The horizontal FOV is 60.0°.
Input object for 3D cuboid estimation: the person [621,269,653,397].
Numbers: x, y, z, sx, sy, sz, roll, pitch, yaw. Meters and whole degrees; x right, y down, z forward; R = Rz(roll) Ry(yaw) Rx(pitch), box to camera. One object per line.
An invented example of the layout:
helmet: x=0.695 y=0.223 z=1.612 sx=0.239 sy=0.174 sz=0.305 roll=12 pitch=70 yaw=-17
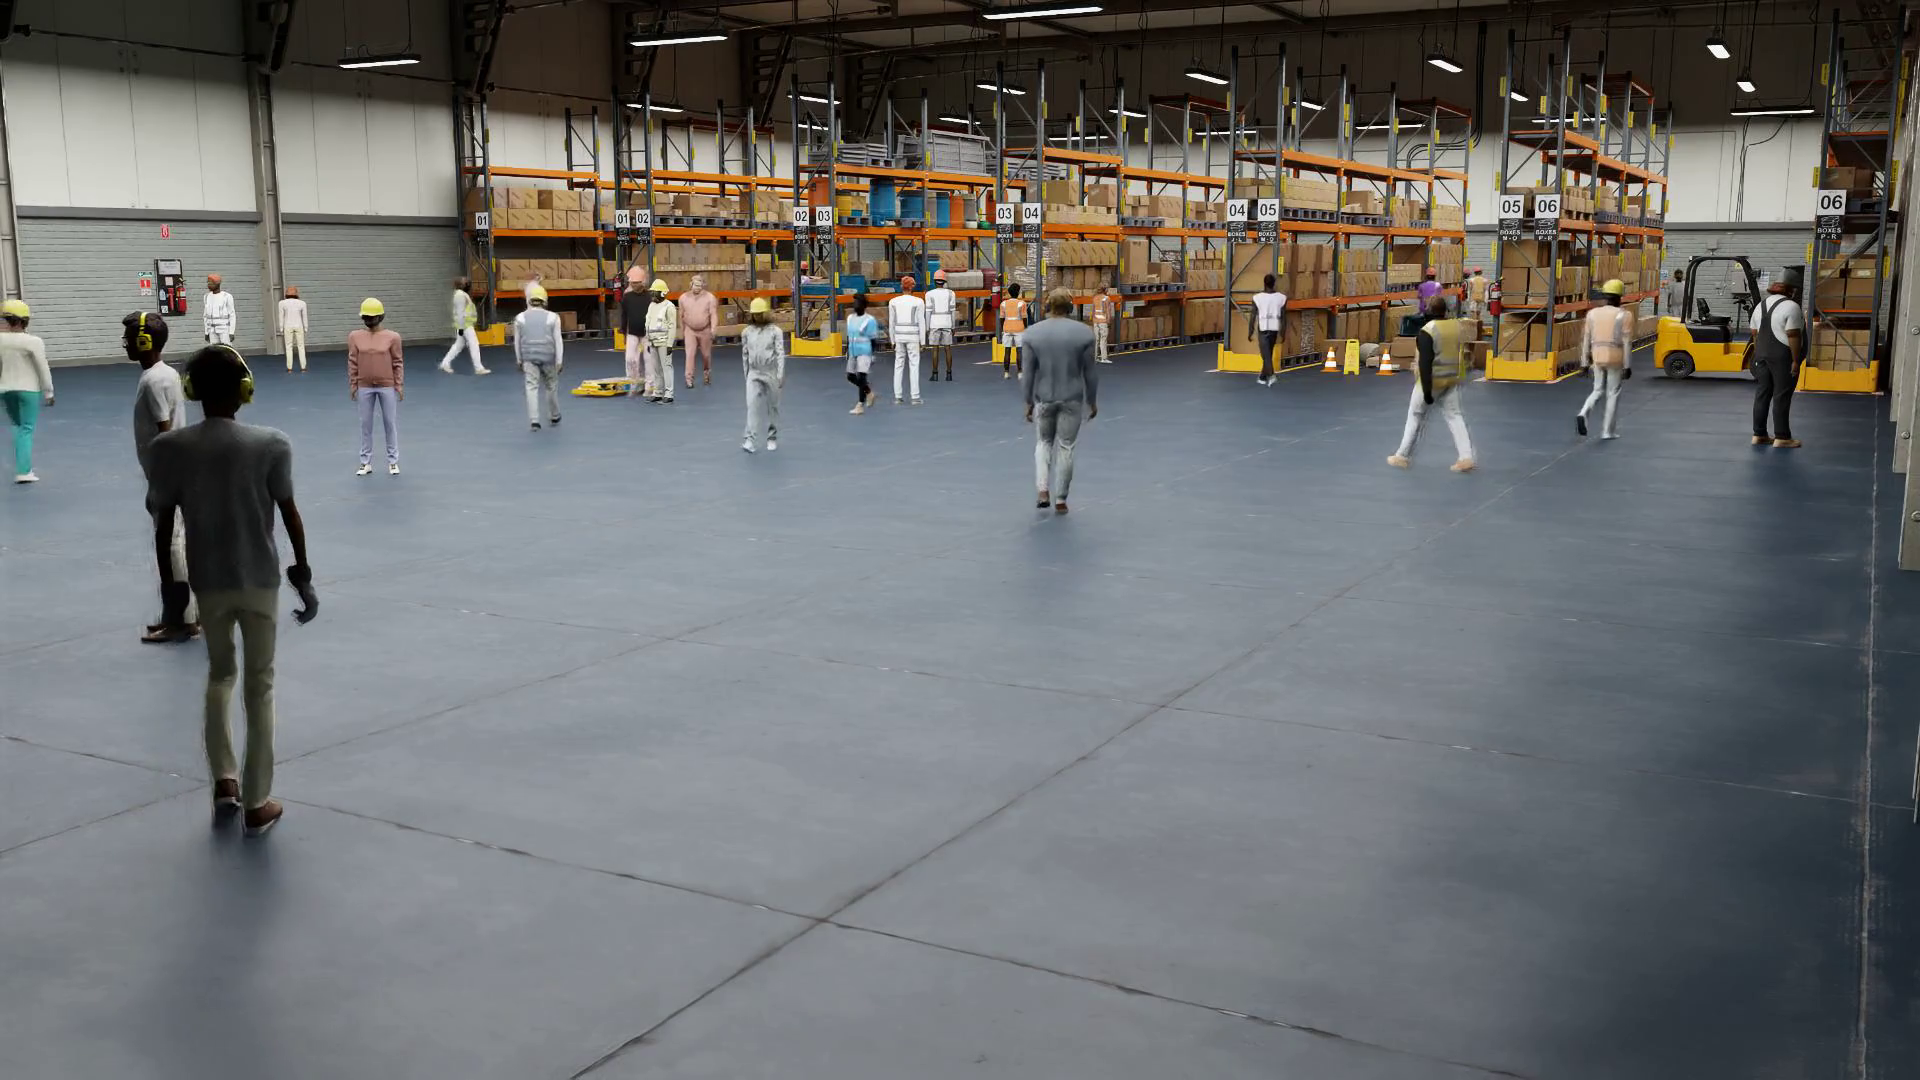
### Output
person: x=-4.930 y=-3.168 z=25.594 sx=0.645 sy=1.963 sz=0.624 roll=1 pitch=10 yaw=8

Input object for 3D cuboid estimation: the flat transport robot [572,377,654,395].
flat transport robot: x=-5.412 y=-2.445 z=26.327 sx=0.652 sy=0.197 sz=1.431 roll=5 pitch=11 yaw=27

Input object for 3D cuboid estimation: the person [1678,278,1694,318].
person: x=18.881 y=-6.018 z=43.284 sx=0.634 sy=1.612 sz=0.573 roll=-7 pitch=12 yaw=-35

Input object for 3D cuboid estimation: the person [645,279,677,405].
person: x=-4.422 y=-2.912 z=24.486 sx=0.588 sy=1.837 sz=0.404 roll=9 pitch=13 yaw=42

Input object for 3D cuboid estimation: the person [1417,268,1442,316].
person: x=10.842 y=-5.308 z=38.359 sx=0.565 sy=1.884 sz=0.989 roll=4 pitch=11 yaw=25

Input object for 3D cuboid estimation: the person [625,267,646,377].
person: x=-5.430 y=-3.573 z=27.899 sx=0.400 sy=1.989 sz=0.623 roll=-5 pitch=11 yaw=-26

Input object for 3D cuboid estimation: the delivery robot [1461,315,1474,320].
delivery robot: x=13.799 y=-5.920 z=45.569 sx=0.707 sy=0.478 sz=0.477 roll=-1 pitch=10 yaw=-6

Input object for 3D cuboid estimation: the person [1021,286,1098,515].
person: x=0.852 y=-1.178 z=14.092 sx=0.636 sy=1.921 sz=0.526 roll=2 pitch=10 yaw=10

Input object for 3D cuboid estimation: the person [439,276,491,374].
person: x=-9.218 y=-3.967 z=30.756 sx=0.901 sy=1.812 sz=0.633 roll=-3 pitch=10 yaw=-15

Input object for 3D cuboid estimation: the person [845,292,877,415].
person: x=-1.335 y=-2.573 z=22.924 sx=0.545 sy=1.683 sz=0.547 roll=9 pitch=13 yaw=42

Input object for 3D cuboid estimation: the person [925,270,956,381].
person: x=-0.348 y=-3.732 z=28.988 sx=0.543 sy=1.939 sz=0.361 roll=-2 pitch=10 yaw=-12

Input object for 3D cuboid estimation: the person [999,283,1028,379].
person: x=0.959 y=-3.683 z=29.409 sx=0.532 sy=1.697 sz=0.319 roll=4 pitch=11 yaw=24

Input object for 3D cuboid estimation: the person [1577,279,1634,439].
person: x=7.624 y=-2.121 z=19.644 sx=0.611 sy=1.910 sz=0.592 roll=-8 pitch=12 yaw=-38

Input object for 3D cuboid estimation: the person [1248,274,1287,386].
person: x=5.199 y=-3.533 z=28.001 sx=0.600 sy=1.884 sz=0.956 roll=-2 pitch=10 yaw=-9

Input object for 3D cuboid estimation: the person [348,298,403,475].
person: x=-5.811 y=-1.520 z=16.559 sx=0.523 sy=1.762 sz=0.329 roll=-2 pitch=10 yaw=-10

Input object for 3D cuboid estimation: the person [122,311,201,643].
person: x=-4.531 y=-0.353 z=9.410 sx=0.312 sy=1.869 sz=0.538 roll=-3 pitch=10 yaw=-18

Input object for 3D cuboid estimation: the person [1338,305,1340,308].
person: x=9.331 y=-5.769 z=41.332 sx=0.342 sy=1.807 sz=0.662 roll=7 pitch=12 yaw=36

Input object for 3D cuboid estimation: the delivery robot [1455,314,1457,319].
delivery robot: x=13.804 y=-6.030 z=46.215 sx=0.477 sy=0.478 sz=0.707 roll=0 pitch=10 yaw=2

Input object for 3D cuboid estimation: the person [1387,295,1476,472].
person: x=4.849 y=-1.591 z=16.912 sx=0.617 sy=1.796 sz=0.998 roll=-6 pitch=11 yaw=-32

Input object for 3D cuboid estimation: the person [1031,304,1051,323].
person: x=1.903 y=-5.204 z=37.661 sx=0.629 sy=1.930 sz=0.370 roll=0 pitch=10 yaw=0

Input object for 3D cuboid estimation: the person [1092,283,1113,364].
person: x=2.874 y=-4.402 z=33.797 sx=0.315 sy=1.636 sz=0.515 roll=-7 pitch=12 yaw=-36

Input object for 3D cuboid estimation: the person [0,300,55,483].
person: x=-9.021 y=-1.433 z=16.058 sx=0.553 sy=1.748 sz=0.599 roll=0 pitch=10 yaw=2

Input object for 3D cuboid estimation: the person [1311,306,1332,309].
person: x=8.777 y=-5.599 z=40.099 sx=0.656 sy=1.871 sz=0.794 roll=2 pitch=10 yaw=12

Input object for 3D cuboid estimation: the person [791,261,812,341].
person: x=-3.868 y=-5.826 z=40.941 sx=0.615 sy=2.040 sz=0.391 roll=8 pitch=12 yaw=38

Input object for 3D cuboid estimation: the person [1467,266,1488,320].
person: x=14.852 y=-6.912 z=47.699 sx=0.550 sy=1.907 sz=0.634 roll=2 pitch=10 yaw=9

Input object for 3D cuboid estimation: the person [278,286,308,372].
person: x=-12.510 y=-3.956 z=31.228 sx=0.505 sy=1.623 sz=0.296 roll=-5 pitch=11 yaw=-29

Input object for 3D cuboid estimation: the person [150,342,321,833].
person: x=-2.745 y=0.181 z=6.353 sx=0.529 sy=1.852 sz=0.525 roll=-1 pitch=10 yaw=-8

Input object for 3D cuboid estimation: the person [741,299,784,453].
person: x=-2.192 y=-1.806 z=18.403 sx=0.506 sy=1.697 sz=0.882 roll=1 pitch=10 yaw=5

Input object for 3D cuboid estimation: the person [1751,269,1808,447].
person: x=9.436 y=-2.093 z=19.094 sx=0.538 sy=2.000 sz=0.682 roll=-3 pitch=10 yaw=-15

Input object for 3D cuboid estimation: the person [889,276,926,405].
person: x=-0.769 y=-2.930 z=24.466 sx=0.574 sy=1.880 sz=0.338 roll=4 pitch=10 yaw=22

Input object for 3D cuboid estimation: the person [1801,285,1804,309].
person: x=18.444 y=-5.097 z=37.047 sx=0.585 sy=1.919 sz=0.391 roll=5 pitch=11 yaw=26

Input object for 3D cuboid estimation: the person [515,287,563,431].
person: x=-5.291 y=-2.293 z=20.985 sx=0.613 sy=1.781 sz=0.918 roll=-1 pitch=10 yaw=-3

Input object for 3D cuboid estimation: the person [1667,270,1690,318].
person: x=18.192 y=-5.914 z=42.098 sx=0.530 sy=1.821 sz=0.923 roll=4 pitch=11 yaw=23

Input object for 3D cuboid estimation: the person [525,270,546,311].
person: x=-8.804 y=-4.732 z=35.032 sx=0.869 sy=1.873 sz=0.678 roll=-7 pitch=12 yaw=-35

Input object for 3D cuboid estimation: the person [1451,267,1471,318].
person: x=13.776 y=-6.603 z=46.010 sx=1.003 sy=1.875 sz=0.645 roll=8 pitch=12 yaw=38

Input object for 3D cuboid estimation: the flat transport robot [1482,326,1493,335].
flat transport robot: x=14.486 y=-5.769 z=45.792 sx=0.652 sy=0.197 sz=1.431 roll=-1 pitch=10 yaw=-6

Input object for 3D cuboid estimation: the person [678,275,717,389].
person: x=-4.359 y=-3.470 z=27.680 sx=0.638 sy=1.872 sz=0.840 roll=-2 pitch=10 yaw=-10

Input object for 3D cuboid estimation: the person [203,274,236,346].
person: x=-12.173 y=-3.423 z=27.340 sx=0.585 sy=1.881 sz=0.337 roll=3 pitch=10 yaw=18
